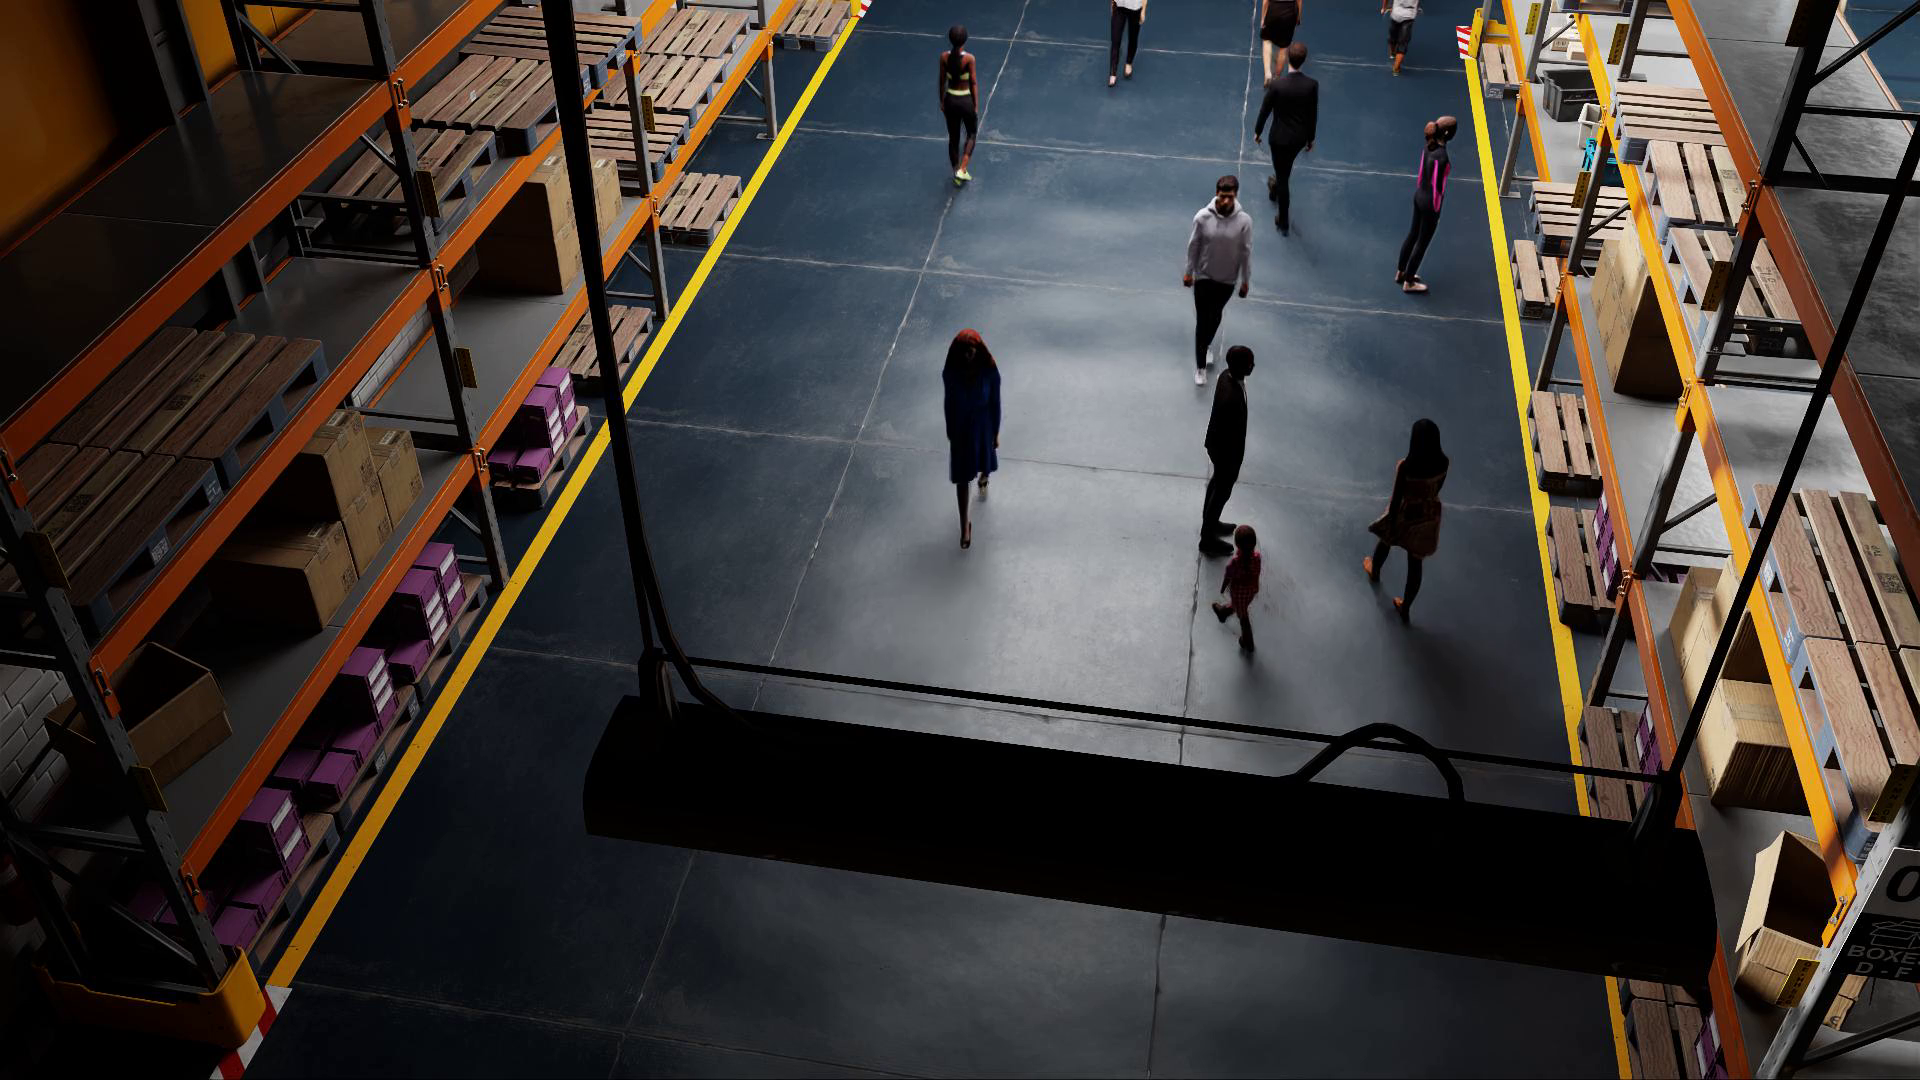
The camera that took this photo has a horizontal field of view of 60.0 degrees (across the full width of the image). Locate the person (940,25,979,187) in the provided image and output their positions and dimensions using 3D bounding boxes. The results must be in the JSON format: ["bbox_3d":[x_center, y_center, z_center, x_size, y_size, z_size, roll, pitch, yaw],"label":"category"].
[{"bbox_3d":[-0.028,-4.509,17.447,0.600,1.747,0.626,10,40,12],"label":"person"}]

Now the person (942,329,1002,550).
[{"bbox_3d":[0.125,-0.860,12.843,0.676,1.791,1.118,3,39,4],"label":"person"}]

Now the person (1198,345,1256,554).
[{"bbox_3d":[2.011,-0.697,12.631,0.737,1.800,0.543,2,39,3],"label":"person"}]

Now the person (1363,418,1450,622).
[{"bbox_3d":[3.308,-0.101,12.030,0.786,1.619,0.984,-3,39,-4],"label":"person"}]

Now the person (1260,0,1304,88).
[{"bbox_3d":[3.744,-6.025,19.347,0.643,1.746,0.699,4,39,5],"label":"person"}]

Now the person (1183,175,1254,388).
[{"bbox_3d":[2.251,-2.384,14.665,0.820,1.899,1.080,0,39,1],"label":"person"}]

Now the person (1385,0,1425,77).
[{"bbox_3d":[5.350,-6.353,20.011,0.709,1.430,1.001,12,40,14],"label":"person"}]

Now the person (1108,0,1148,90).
[{"bbox_3d":[2.012,-6.276,19.652,0.615,1.757,1.062,7,39,9],"label":"person"}]

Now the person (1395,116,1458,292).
[{"bbox_3d":[4.435,-3.197,15.809,0.676,1.742,0.566,-6,39,-8],"label":"person"}]

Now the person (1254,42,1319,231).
[{"bbox_3d":[3.318,-4.015,16.759,0.939,1.835,1.272,-3,39,-4],"label":"person"}]

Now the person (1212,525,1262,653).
[{"bbox_3d":[2.044,0.370,11.939,0.700,0.997,0.804,-17,42,-20],"label":"person"}]
